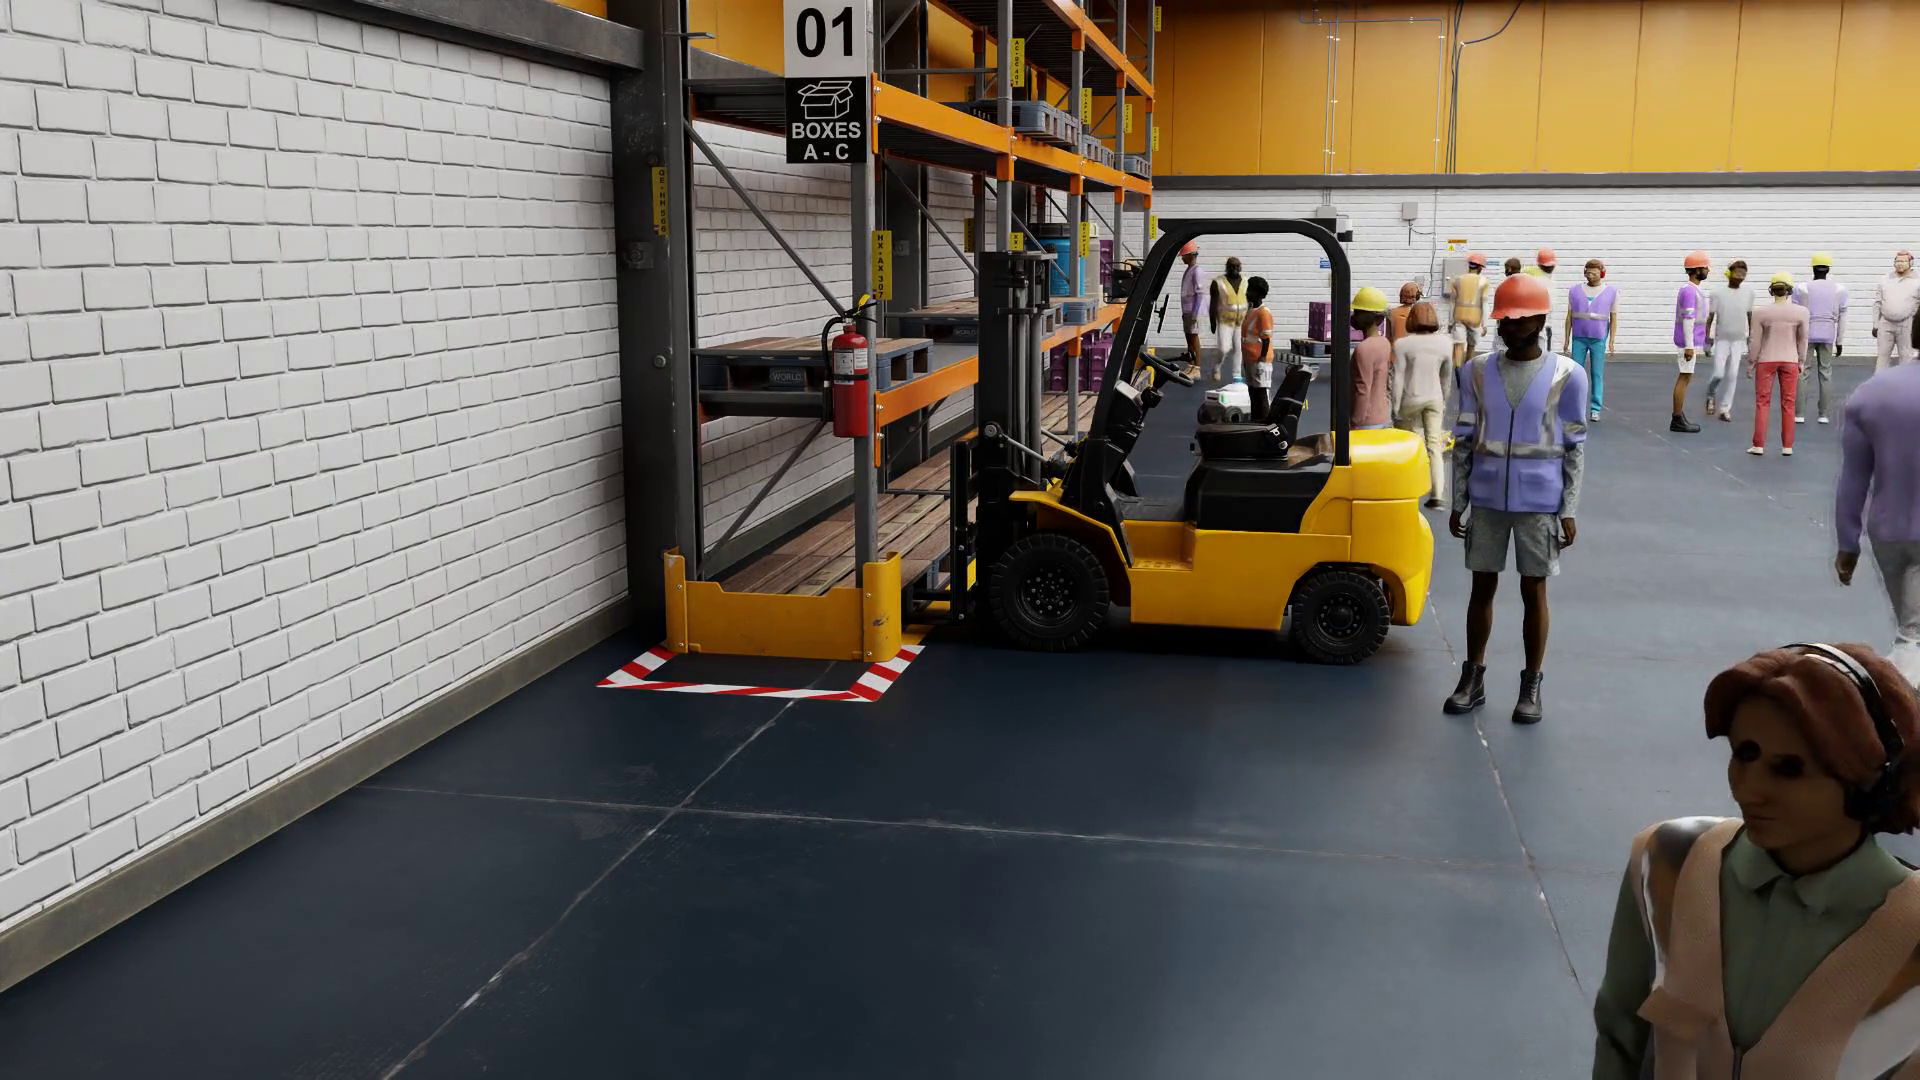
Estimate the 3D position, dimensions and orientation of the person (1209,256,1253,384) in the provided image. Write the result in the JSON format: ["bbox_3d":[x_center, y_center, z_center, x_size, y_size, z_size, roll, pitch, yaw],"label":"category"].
[{"bbox_3d":[3.783,-3.037,23.200,0.629,1.824,0.542,-2,11,-11],"label":"person"}]

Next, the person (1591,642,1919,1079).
[{"bbox_3d":[0.987,0.918,2.021,0.310,1.636,0.523,-7,12,-33],"label":"person"}]

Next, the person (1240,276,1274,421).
[{"bbox_3d":[2.996,-1.815,16.839,0.321,1.697,0.529,-2,10,-8],"label":"person"}]

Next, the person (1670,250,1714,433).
[{"bbox_3d":[7.863,-2.131,17.894,0.341,1.942,0.552,5,11,24],"label":"person"}]

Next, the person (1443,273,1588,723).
[{"bbox_3d":[2.383,-0.172,7.173,0.552,1.934,0.373,6,12,31],"label":"person"}]

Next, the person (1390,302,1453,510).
[{"bbox_3d":[3.569,-1.058,12.992,0.514,1.586,0.857,-1,10,-5],"label":"person"}]

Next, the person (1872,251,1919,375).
[{"bbox_3d":[12.236,-2.807,21.700,0.399,1.910,0.643,-10,14,-43],"label":"person"}]

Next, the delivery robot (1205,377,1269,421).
[{"bbox_3d":[3.030,-1.536,18.187,0.707,0.478,0.477,-6,12,-31],"label":"delivery robot"}]

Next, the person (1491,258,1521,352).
[{"bbox_3d":[7.800,-3.080,23.529,0.648,1.785,0.986,-4,11,-22],"label":"person"}]

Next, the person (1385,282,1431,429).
[{"bbox_3d":[4.566,-1.815,17.032,0.513,1.630,0.318,9,14,41],"label":"person"}]

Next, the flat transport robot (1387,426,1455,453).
[{"bbox_3d":[4.239,-0.908,15.780,0.652,0.197,1.431,5,12,26],"label":"flat transport robot"}]

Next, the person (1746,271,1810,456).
[{"bbox_3d":[7.820,-1.681,15.935,0.523,1.761,0.328,3,11,15],"label":"person"}]

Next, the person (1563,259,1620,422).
[{"bbox_3d":[7.176,-2.269,18.939,0.563,1.838,0.388,6,12,31],"label":"person"}]

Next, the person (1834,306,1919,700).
[{"bbox_3d":[3.627,0.009,6.323,0.999,1.904,0.644,-5,12,-28],"label":"person"}]

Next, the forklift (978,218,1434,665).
[{"bbox_3d":[1.285,-0.567,8.635,2.313,2.155,1.214,2,11,11],"label":"forklift"}]

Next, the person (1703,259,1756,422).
[{"bbox_3d":[8.778,-2.275,18.976,0.522,1.844,0.477,1,10,8],"label":"person"}]

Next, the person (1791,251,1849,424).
[{"bbox_3d":[9.587,-2.259,18.643,0.594,1.924,0.382,2,11,13],"label":"person"}]

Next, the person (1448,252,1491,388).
[{"bbox_3d":[7.079,-3.062,23.198,0.563,1.887,0.904,5,12,27],"label":"person"}]

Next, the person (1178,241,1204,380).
[{"bbox_3d":[3.371,-3.369,24.436,0.394,2.034,0.605,-1,10,-7],"label":"person"}]

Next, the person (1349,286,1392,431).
[{"bbox_3d":[2.639,-0.757,10.842,0.297,1.772,0.533,6,12,28],"label":"person"}]

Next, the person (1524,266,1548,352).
[{"bbox_3d":[7.511,-2.743,21.914,0.499,1.699,0.884,-3,11,-17],"label":"person"}]

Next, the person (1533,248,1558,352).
[{"bbox_3d":[7.671,-2.870,21.945,0.509,1.945,0.711,10,14,44],"label":"person"}]
